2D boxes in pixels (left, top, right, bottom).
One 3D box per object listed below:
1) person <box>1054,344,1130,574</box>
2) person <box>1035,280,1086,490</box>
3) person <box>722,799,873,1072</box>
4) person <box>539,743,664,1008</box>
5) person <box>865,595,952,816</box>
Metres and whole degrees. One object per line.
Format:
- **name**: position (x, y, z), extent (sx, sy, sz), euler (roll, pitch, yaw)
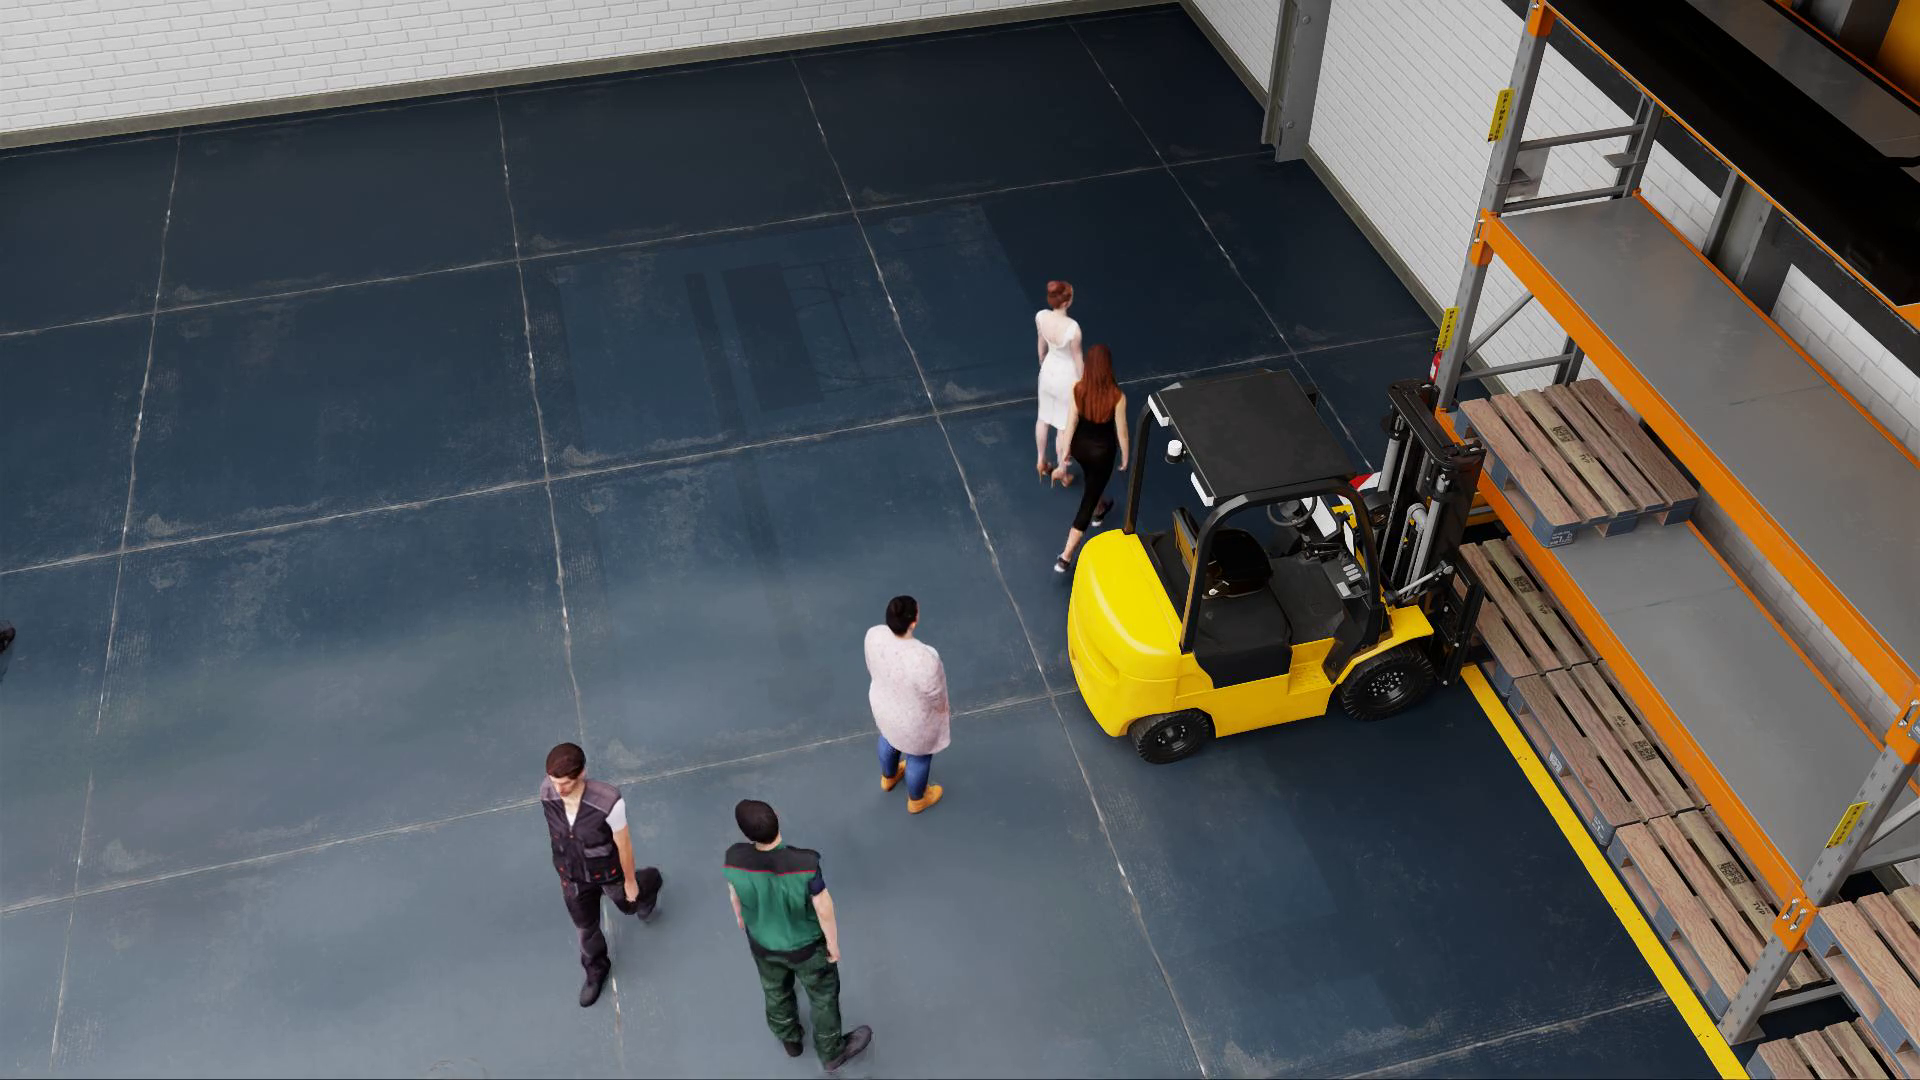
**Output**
- **person**: position (0.852, -0.524, 11.273), extent (1.108, 1.681, 1.157), euler (20, 47, 20)
- **person**: position (0.686, -1.104, 11.802), extent (0.592, 1.791, 0.703), euler (33, 52, 30)
- **person**: position (-0.852, 2.049, 8.439), extent (0.951, 1.865, 0.877), euler (16, 46, 16)
- **person**: position (-1.894, 1.653, 8.879), extent (0.964, 1.830, 1.177), euler (8, 44, 8)
- **person**: position (-0.320, 0.962, 9.668), extent (0.762, 1.743, 0.856), euler (32, 52, 29)
